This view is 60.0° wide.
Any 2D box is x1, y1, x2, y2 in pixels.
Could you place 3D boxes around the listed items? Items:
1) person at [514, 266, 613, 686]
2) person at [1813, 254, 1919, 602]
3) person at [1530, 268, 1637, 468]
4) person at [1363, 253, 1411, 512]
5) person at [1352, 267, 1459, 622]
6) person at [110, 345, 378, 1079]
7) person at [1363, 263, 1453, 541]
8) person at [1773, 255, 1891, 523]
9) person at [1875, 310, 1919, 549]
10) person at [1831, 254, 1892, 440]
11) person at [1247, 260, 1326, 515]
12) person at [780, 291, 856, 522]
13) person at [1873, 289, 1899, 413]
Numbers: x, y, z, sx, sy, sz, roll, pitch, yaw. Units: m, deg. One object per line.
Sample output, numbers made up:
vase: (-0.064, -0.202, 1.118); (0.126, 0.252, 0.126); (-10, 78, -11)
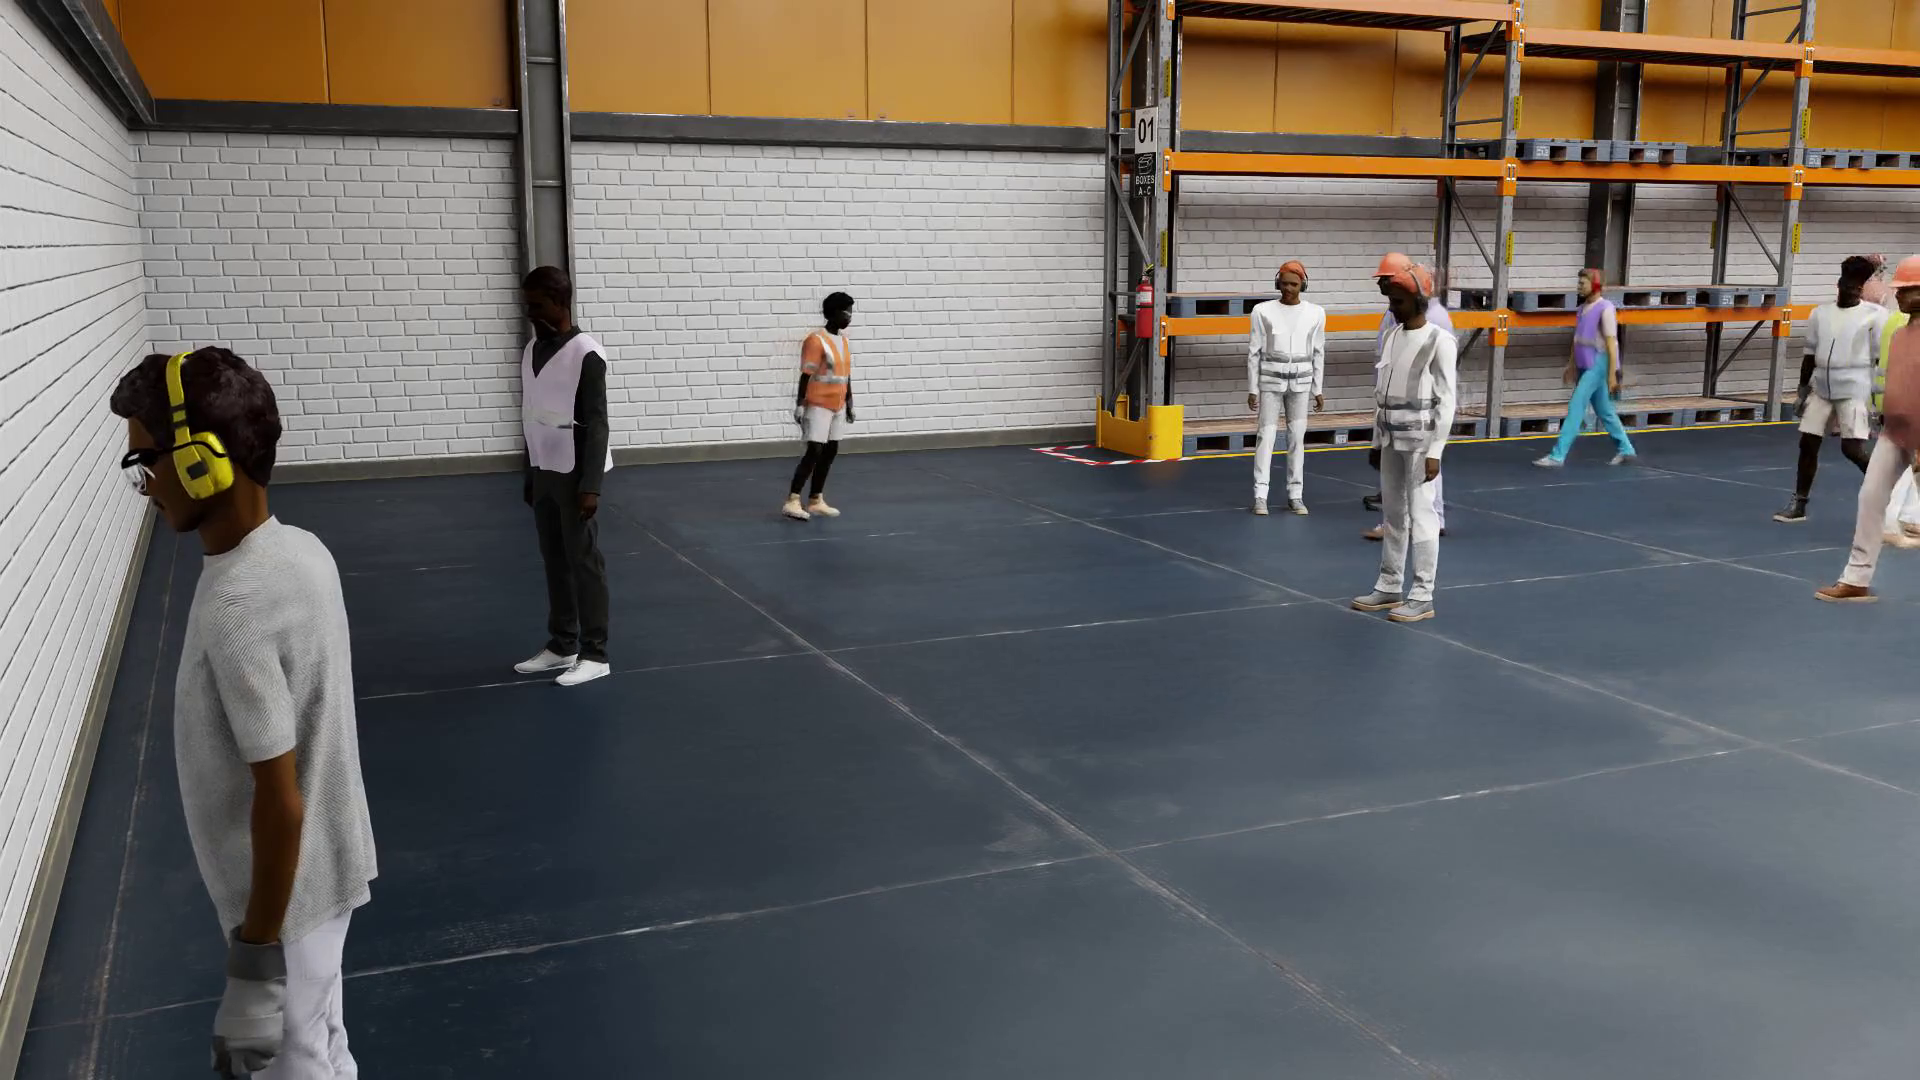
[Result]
person: (-1.821, -0.297, 7.672); (0.589, 1.915, 0.393); (10, 14, 44)
person: (5.358, -0.595, 9.210); (0.952, 1.964, 0.611); (-1, 10, -4)
person: (5.674, -1.531, 14.897); (0.980, 1.797, 0.585); (0, 10, 1)
person: (3.247, -1.180, 12.519); (0.360, 1.938, 0.546); (2, 10, 12)
person: (2.401, -0.509, 8.925); (0.355, 1.887, 0.572); (-4, 11, -22)
person: (-1.130, 0.618, 2.713); (0.335, 1.864, 0.517); (-2, 10, -13)
person: (3.016, -0.930, 11.315); (0.743, 1.879, 0.647); (1, 10, 4)
person: (6.335, -1.058, 11.868); (0.709, 1.932, 0.683); (-5, 11, -27)
person: (6.370, -0.848, 11.009); (0.613, 1.811, 0.672); (2, 10, 11)
person: (9.311, -1.981, 17.099); (0.403, 1.900, 0.643); (-3, 11, -19)
person: (2.415, -1.122, 12.340); (0.573, 1.886, 0.353); (0, 10, 0)
person: (-0.996, -0.979, 12.139); (0.385, 1.661, 0.630); (5, 11, 27)
person: (8.801, -1.662, 15.493); (0.486, 1.830, 0.651); (-6, 12, -29)
